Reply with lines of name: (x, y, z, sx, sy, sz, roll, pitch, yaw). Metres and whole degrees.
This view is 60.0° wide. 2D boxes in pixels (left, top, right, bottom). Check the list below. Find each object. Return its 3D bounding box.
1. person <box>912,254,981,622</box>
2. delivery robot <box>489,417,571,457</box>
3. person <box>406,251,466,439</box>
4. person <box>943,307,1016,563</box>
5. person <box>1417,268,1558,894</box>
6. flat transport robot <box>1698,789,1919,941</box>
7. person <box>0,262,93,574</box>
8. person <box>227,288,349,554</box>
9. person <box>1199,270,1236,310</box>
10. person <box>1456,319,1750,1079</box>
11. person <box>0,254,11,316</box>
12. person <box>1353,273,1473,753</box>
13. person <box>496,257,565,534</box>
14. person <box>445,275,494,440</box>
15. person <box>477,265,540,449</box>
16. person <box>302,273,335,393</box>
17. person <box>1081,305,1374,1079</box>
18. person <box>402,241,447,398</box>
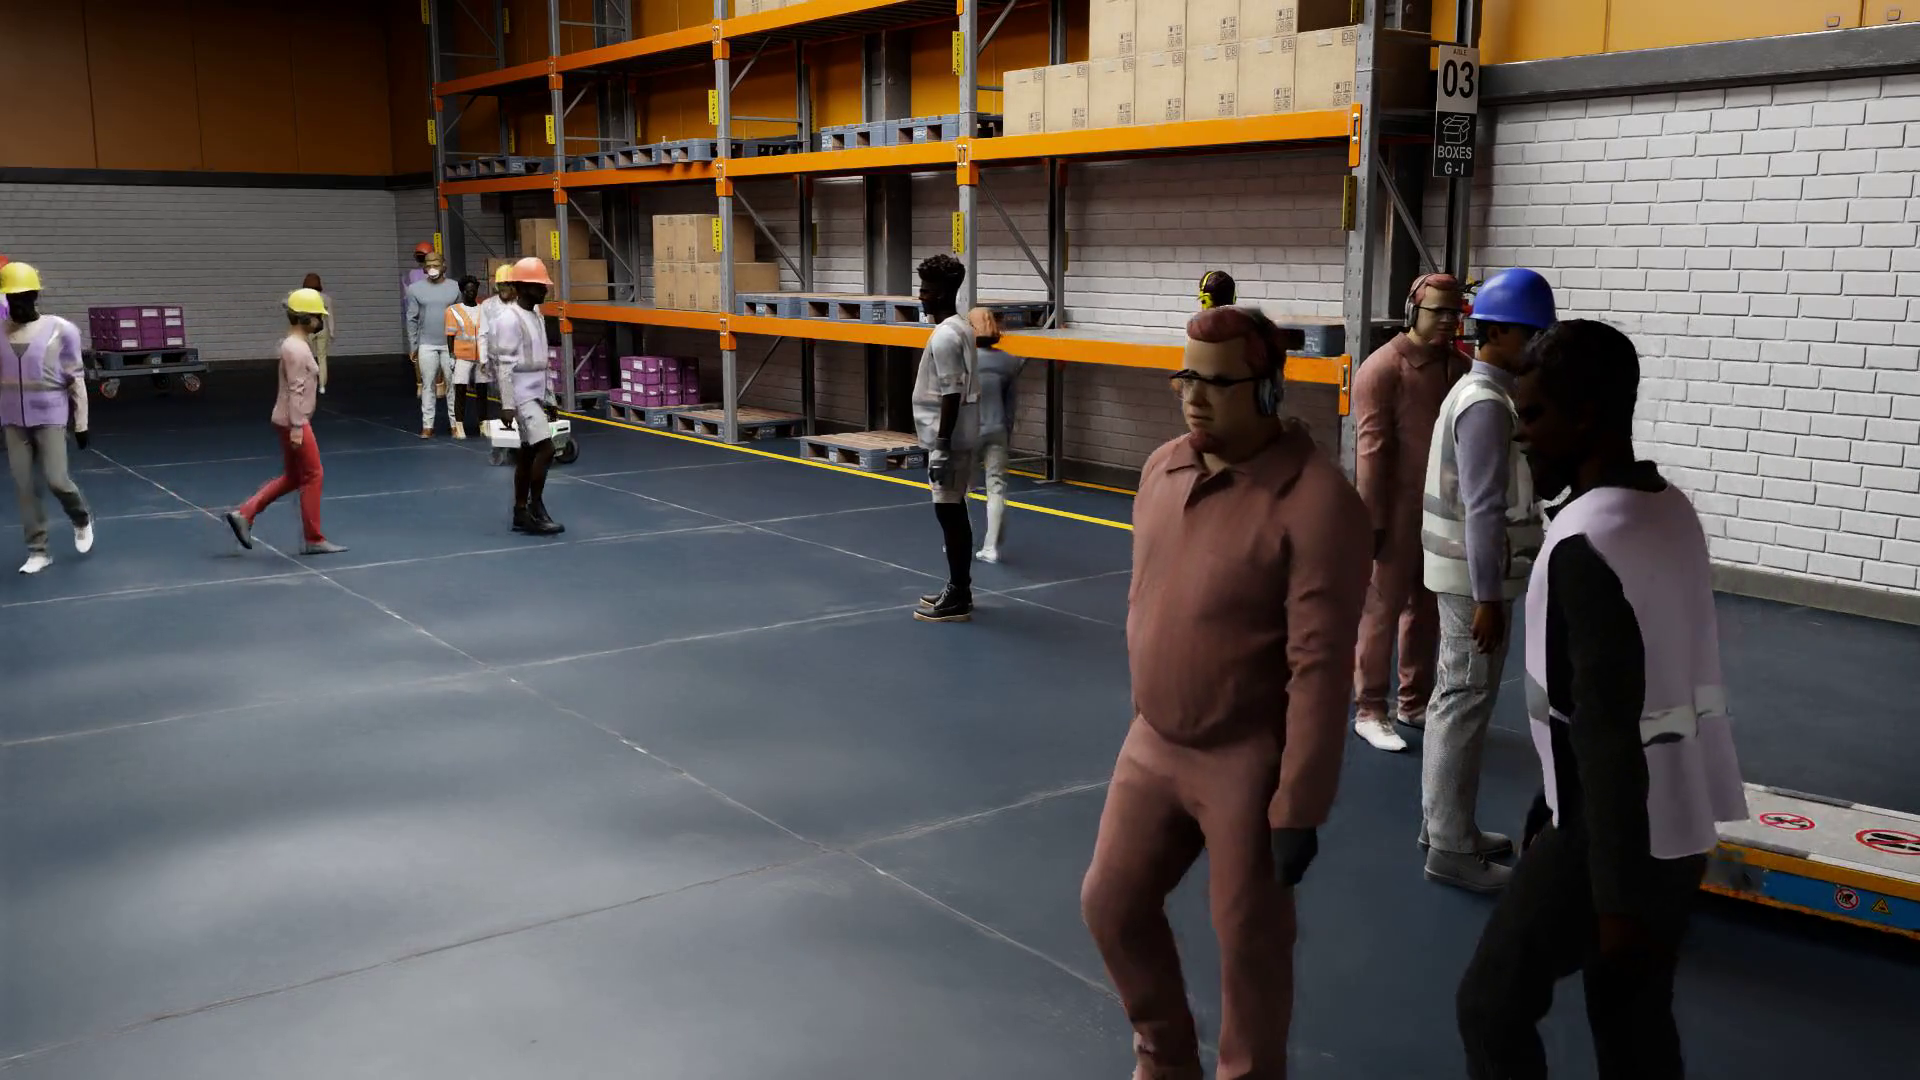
person: (-0.076, -0.541, 8.933, 0.361, 1.963, 0.634, 1, 10, 7)
delivery robot: (-3.913, -0.989, 15.128, 0.707, 0.478, 0.477, 4, 11, 20)
person: (-5.400, -2.012, 17.243, 0.635, 1.937, 0.352, -2, 10, -13)
person: (0.096, -0.676, 10.643, 0.535, 1.612, 0.586, -5, 11, -27)
person: (1.662, 0.123, 5.270, 0.399, 1.943, 0.614, 3, 10, 14)
flat transport robot: (2.751, 0.995, 5.072, 1.431, 0.197, 0.652, 8, 13, 38)
person: (-5.716, -0.761, 10.321, 0.599, 1.912, 0.549, -1, 10, -4)
person: (-4.388, -0.751, 10.758, 0.670, 1.741, 0.535, -4, 11, -23)
person: (1.517, -0.647, 9.811, 0.327, 1.865, 0.518, 9, 14, 41)
person: (1.149, 0.537, 3.140, 0.653, 1.888, 0.602, 8, 13, 39)
person: (-10.540, -2.202, 18.401, 0.555, 1.910, 0.860, -8, 13, -38)
person: (1.864, -0.111, 6.696, 0.644, 1.905, 0.400, -7, 12, -33)
person: (-2.911, -0.984, 11.530, 0.590, 1.919, 0.581, 1, 10, 8)
person: (-5.046, -1.884, 17.206, 0.536, 1.696, 0.322, -7, 12, -34)
person: (-4.449, -1.780, 16.329, 0.598, 1.803, 0.843, 1, 10, 7)
person: (-8.714, -2.786, 22.455, 0.532, 1.617, 0.373, -6, 12, -31)
person: (0.512, 0.462, 3.490, 0.509, 1.892, 0.681, -7, 12, -35)
person: (-6.978, -2.884, 21.840, 0.614, 2.040, 0.390, 1, 10, 7)
